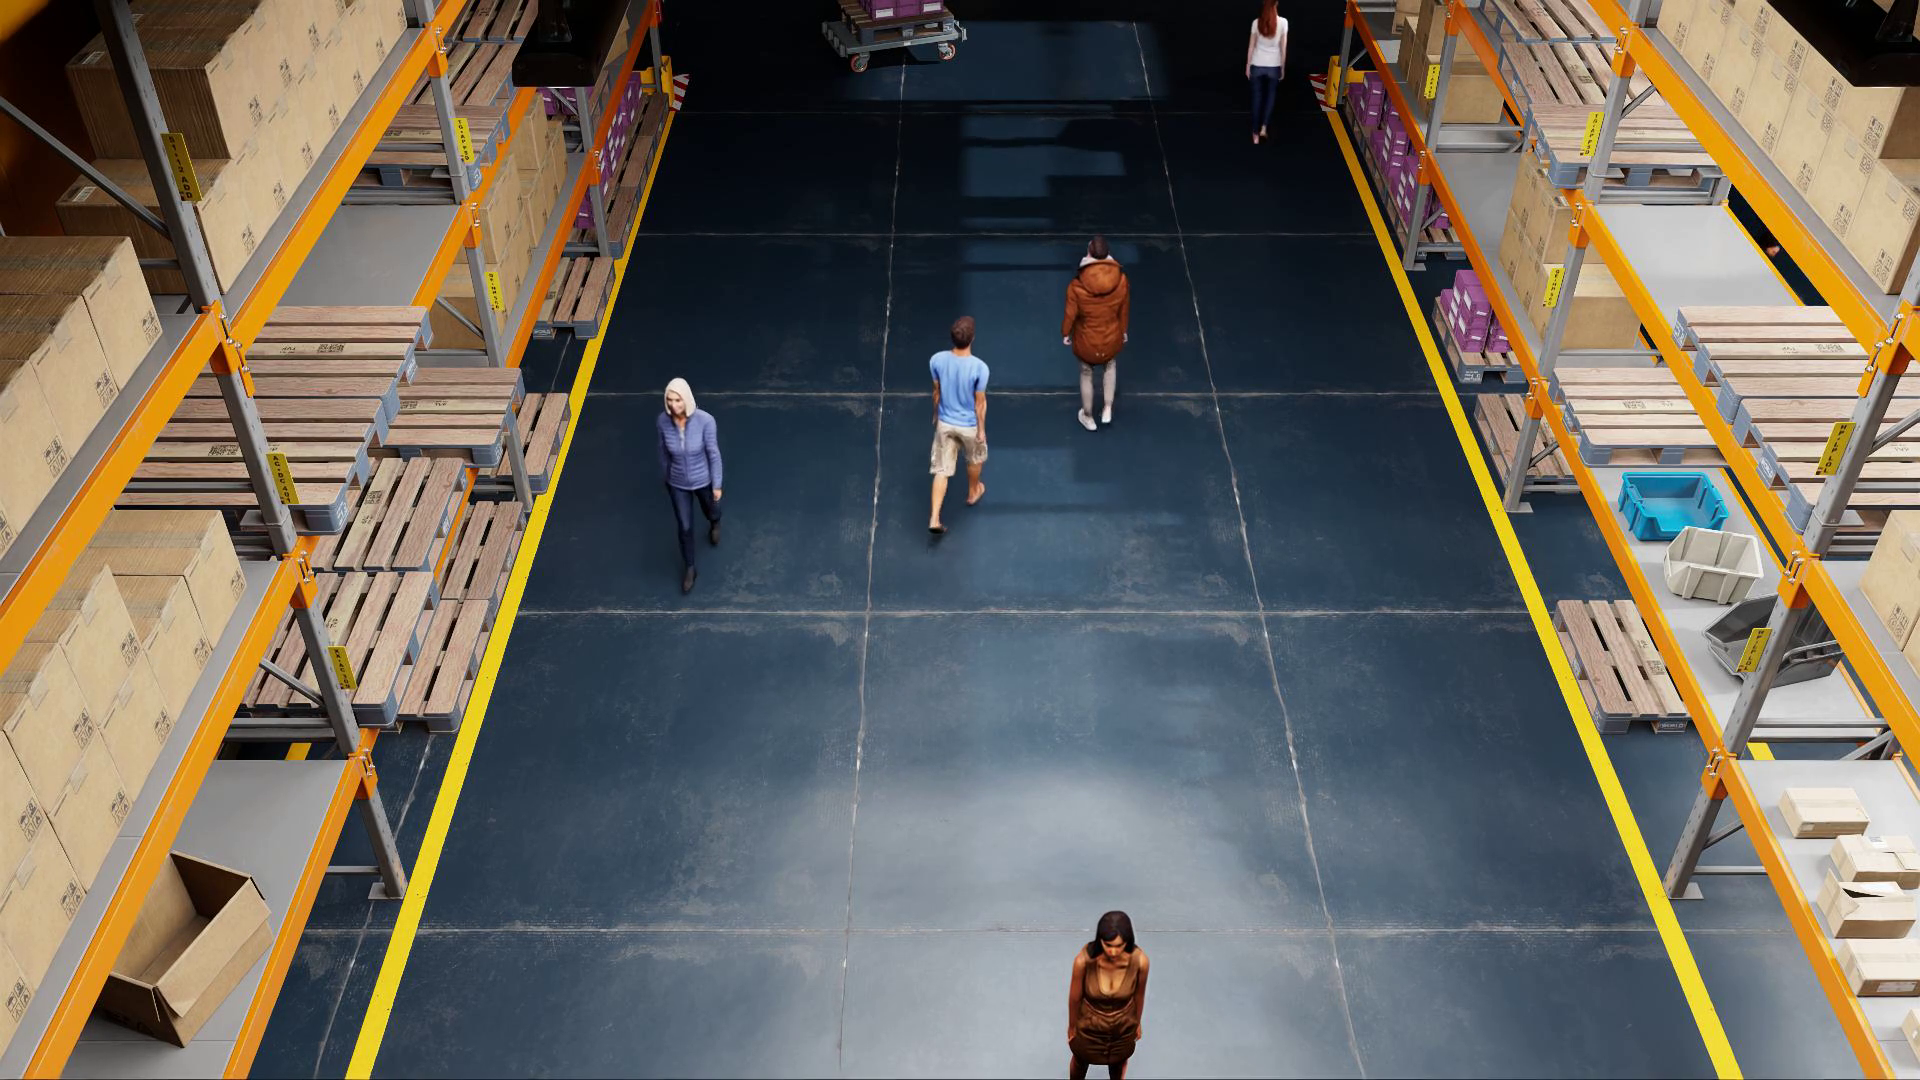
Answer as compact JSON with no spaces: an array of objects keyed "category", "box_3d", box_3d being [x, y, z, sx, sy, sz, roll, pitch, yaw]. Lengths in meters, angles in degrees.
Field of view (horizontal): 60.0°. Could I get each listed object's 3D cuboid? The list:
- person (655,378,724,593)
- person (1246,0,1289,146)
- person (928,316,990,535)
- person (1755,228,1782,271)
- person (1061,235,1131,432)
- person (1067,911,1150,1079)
[{"category":"person","box_3d":[-2.006,-0.512,12.618,0.633,1.721,1.024,0,39,0]},{"category":"person","box_3d":[3.394,-5.199,18.479,0.620,1.731,0.650,5,39,6]},{"category":"person","box_3d":[-0.040,-0.866,12.967,0.888,1.838,1.243,11,40,14]},{"category":"person","box_3d":[6.837,-2.039,14.614,0.720,1.617,0.967,-7,39,-8]},{"category":"person","box_3d":[1.178,-1.681,13.996,0.779,1.828,0.748,-7,39,-9]},{"category":"person","box_3d":[0.770,2.543,8.818,0.564,1.690,0.513,-2,39,-3]}]
